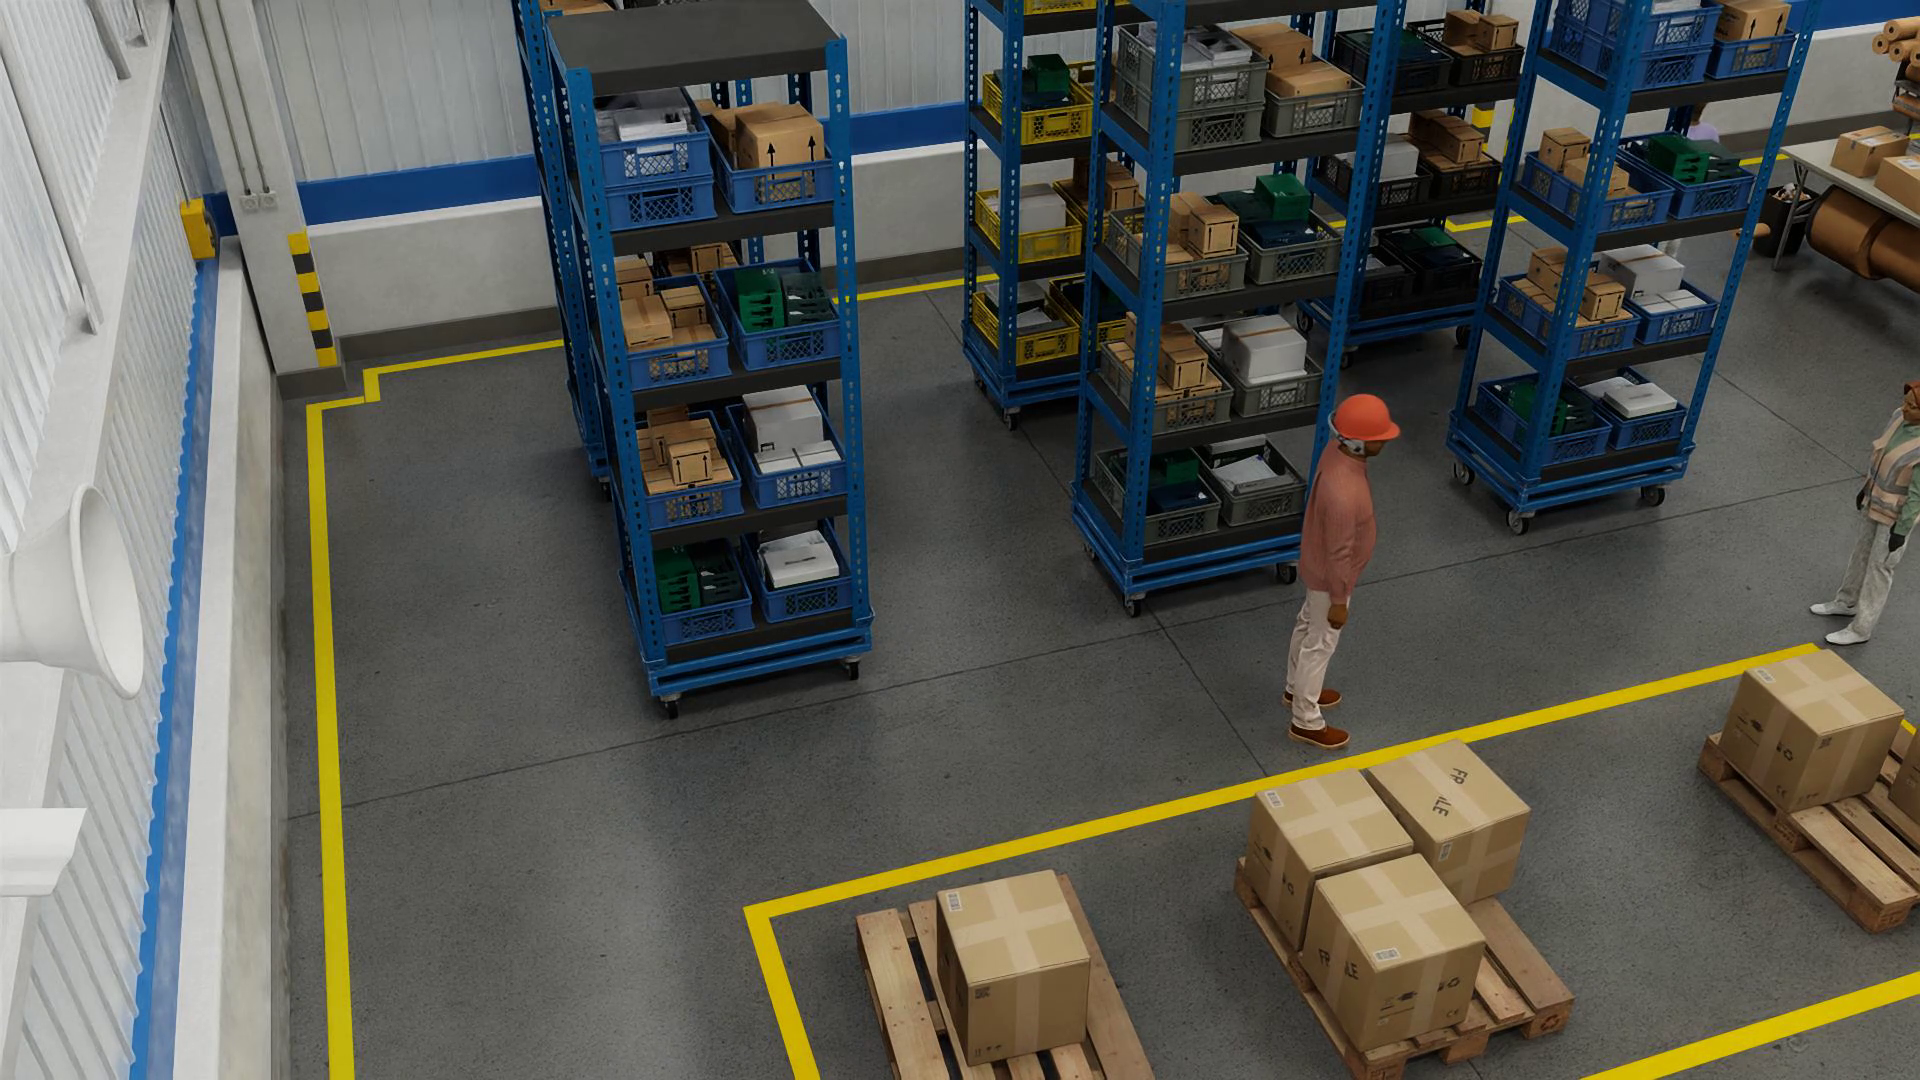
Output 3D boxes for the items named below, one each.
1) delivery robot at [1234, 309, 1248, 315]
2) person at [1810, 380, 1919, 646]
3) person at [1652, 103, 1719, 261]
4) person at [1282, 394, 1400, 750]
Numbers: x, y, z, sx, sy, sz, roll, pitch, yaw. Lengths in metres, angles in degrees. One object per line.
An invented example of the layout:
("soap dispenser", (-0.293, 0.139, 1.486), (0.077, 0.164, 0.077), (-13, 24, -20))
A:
("delivery robot", (2.252, -2.022, 12.575), (0.477, 0.478, 0.707), (29, 44, 35))
("person", (5.066, -0.156, 9.081), (0.313, 1.634, 0.514), (2, 35, 3))
("person", (5.012, -2.299, 11.856), (0.638, 1.936, 0.356), (-24, 42, -30))
("person", (1.883, 0.147, 8.338), (0.378, 1.995, 0.611), (4, 35, 5))
